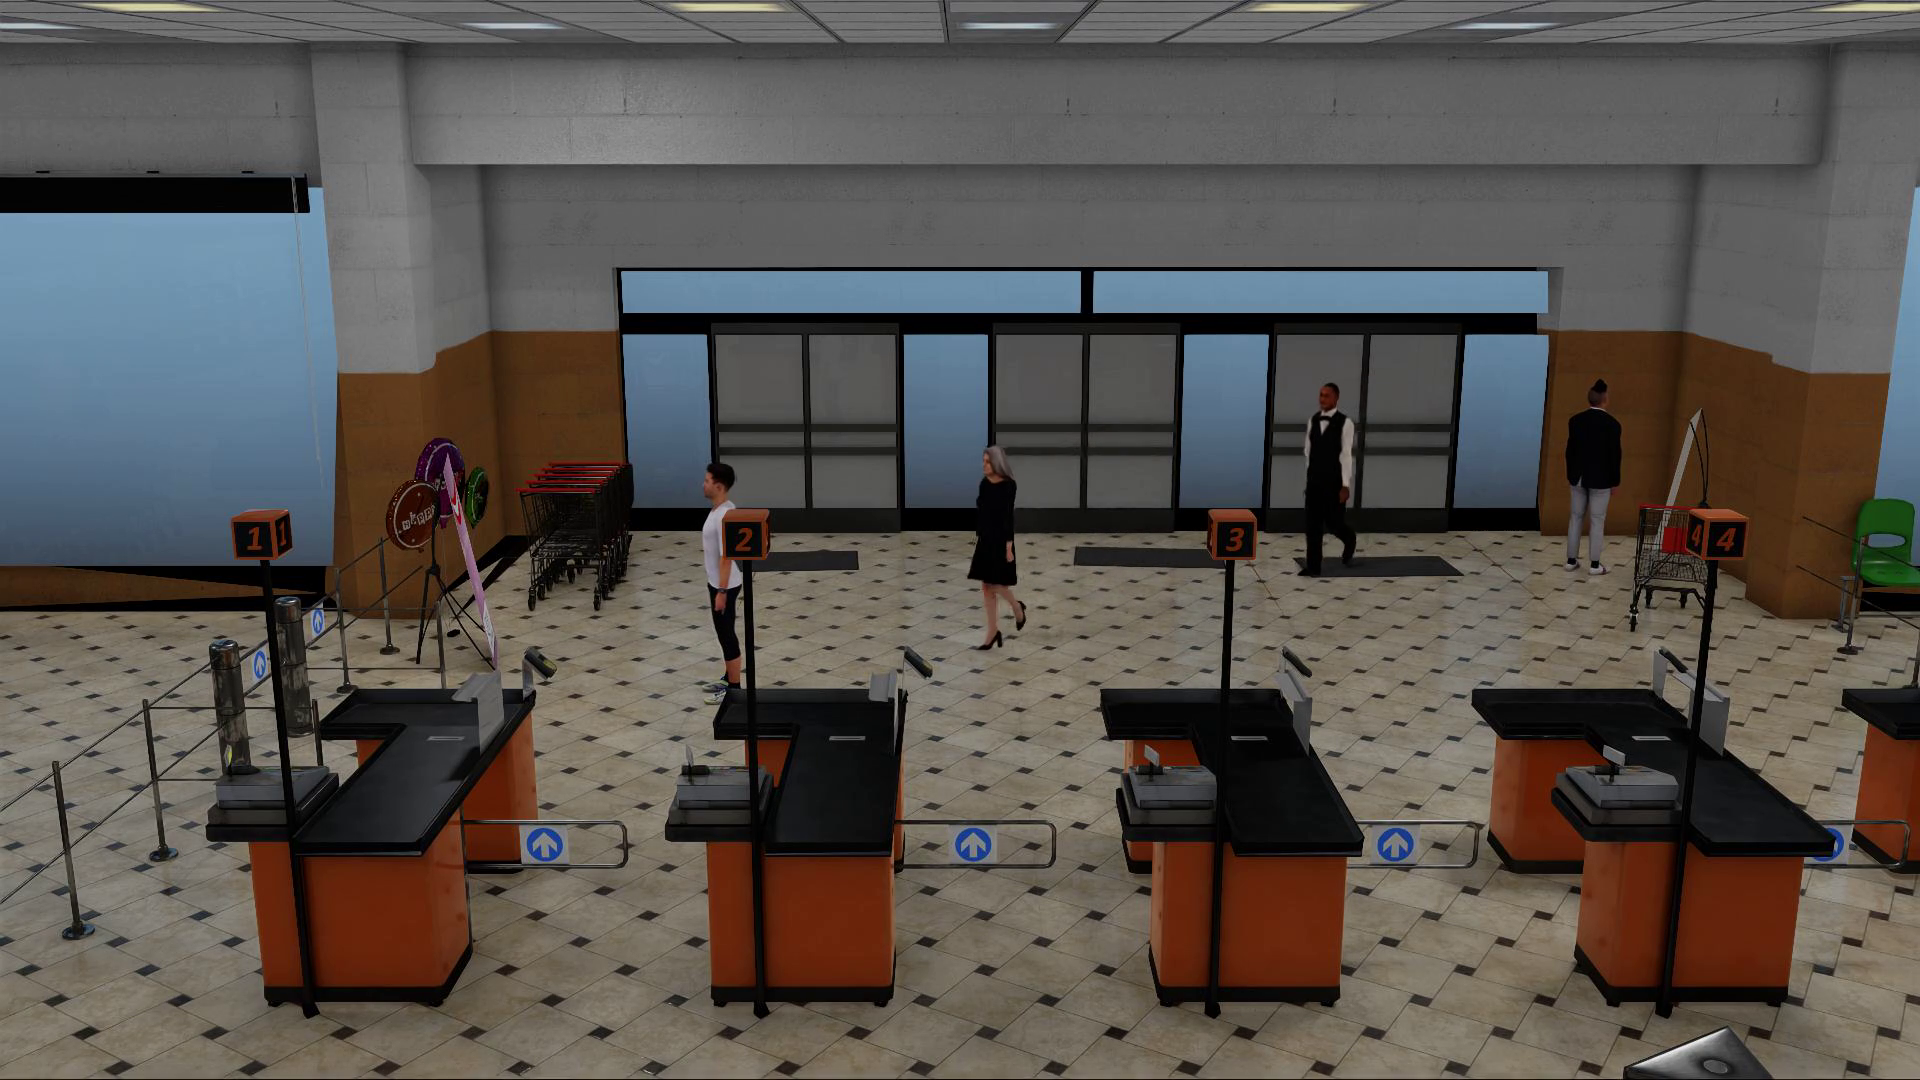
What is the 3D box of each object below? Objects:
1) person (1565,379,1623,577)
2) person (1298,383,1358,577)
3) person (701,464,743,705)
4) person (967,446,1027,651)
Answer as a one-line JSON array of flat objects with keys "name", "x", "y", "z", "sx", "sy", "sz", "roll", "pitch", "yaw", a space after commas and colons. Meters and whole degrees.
[{"name": "person", "x": 6.236, "y": -0.635, "z": 16.427, "sx": 0.847, "sy": 1.948, "sz": 0.783, "roll": -13, "pitch": 19, "yaw": -43}, {"name": "person", "x": 3.660, "y": -0.592, "z": 16.354, "sx": 1.173, "sy": 1.898, "sz": 1.116, "roll": -13, "pitch": 19, "yaw": -42}, {"name": "person", "x": -1.797, "y": 0.321, "z": 12.693, "sx": 0.758, "sy": 1.851, "sz": 0.555, "roll": -2, "pitch": 14, "yaw": -8}, {"name": "person", "x": 0.357, "y": 0.070, "z": 13.982, "sx": 0.927, "sy": 1.730, "sz": 0.885, "roll": -11, "pitch": 17, "yaw": -37}]
